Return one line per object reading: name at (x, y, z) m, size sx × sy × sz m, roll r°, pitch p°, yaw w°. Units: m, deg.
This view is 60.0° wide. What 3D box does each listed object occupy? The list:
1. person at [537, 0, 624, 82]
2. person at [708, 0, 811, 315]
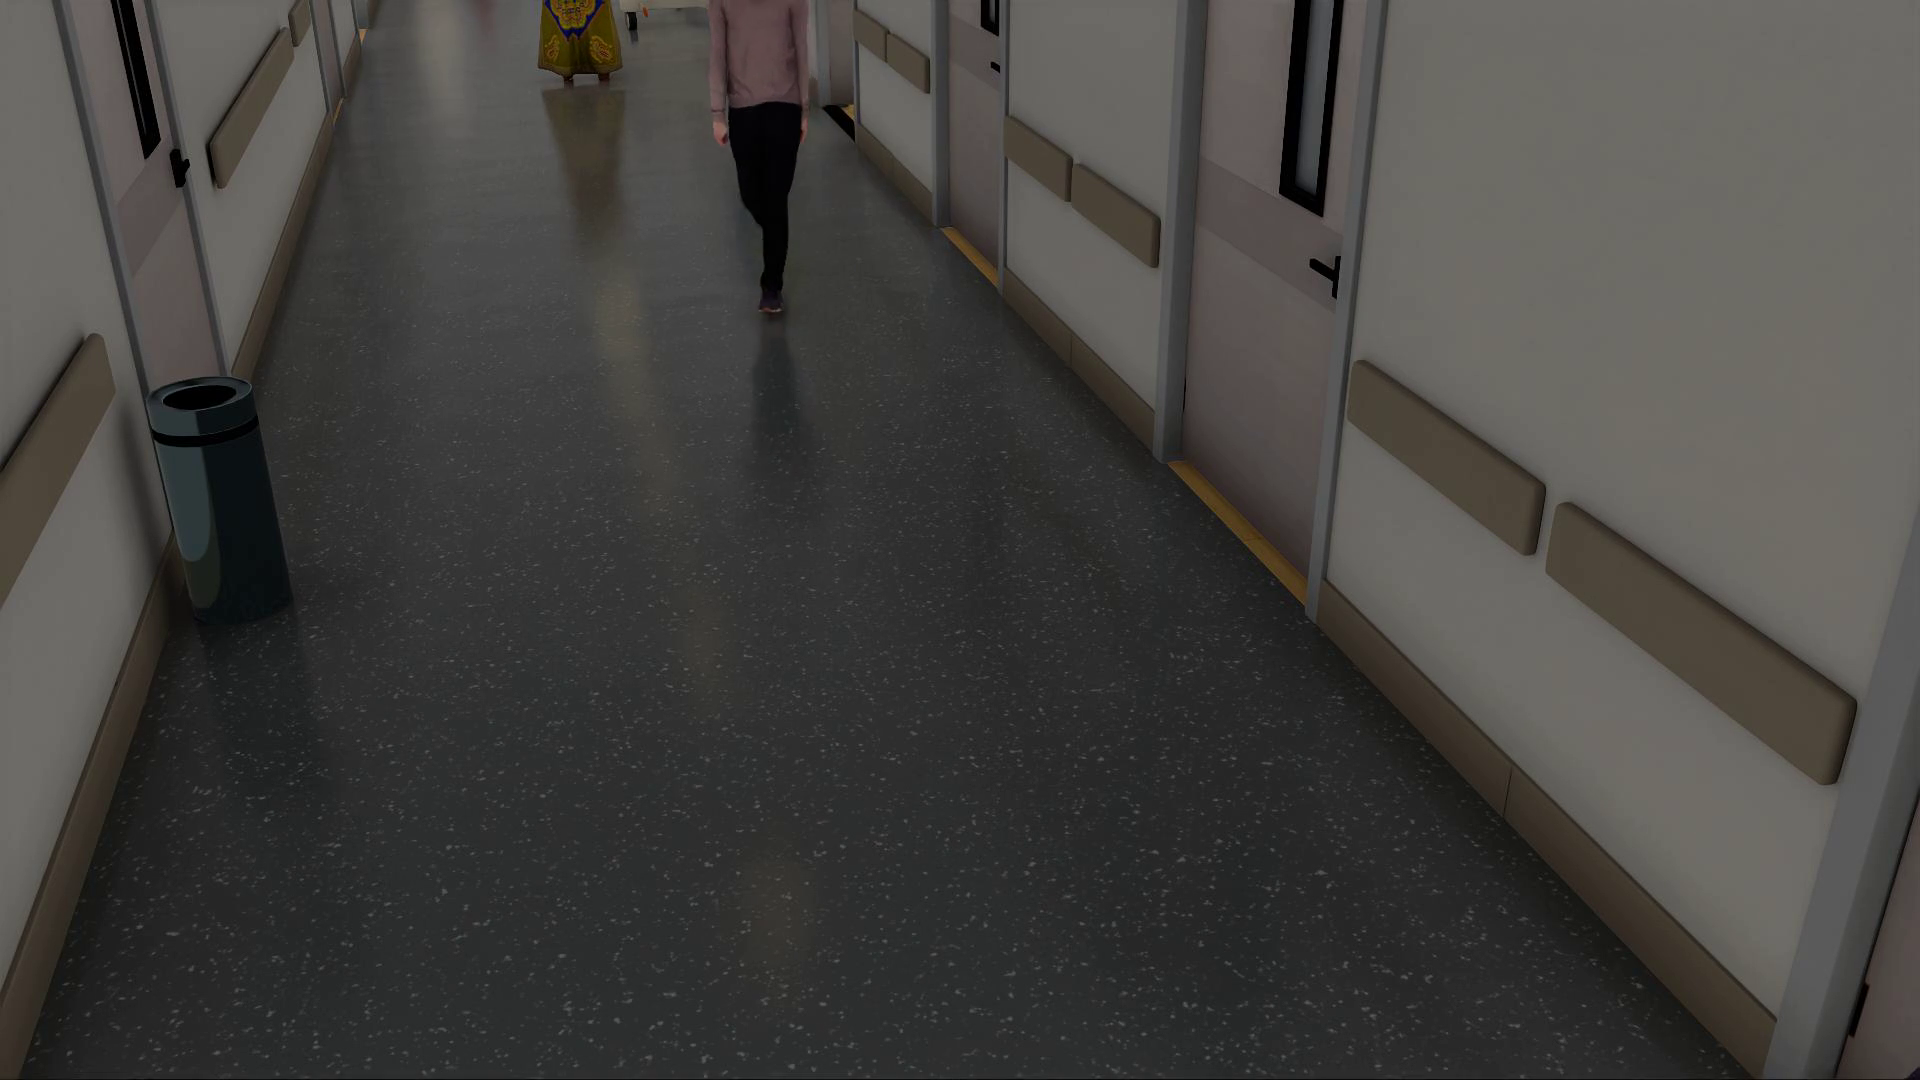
person at (-3.051, -4.492, 13.144) m, size 0.741 × 1.659 × 0.939 m, roll -4°, pitch 26°, yaw -7°
person at (-0.913, -2.015, 7.862) m, size 1.076 × 1.785 × 0.861 m, roll -1°, pitch 26°, yaw -2°
